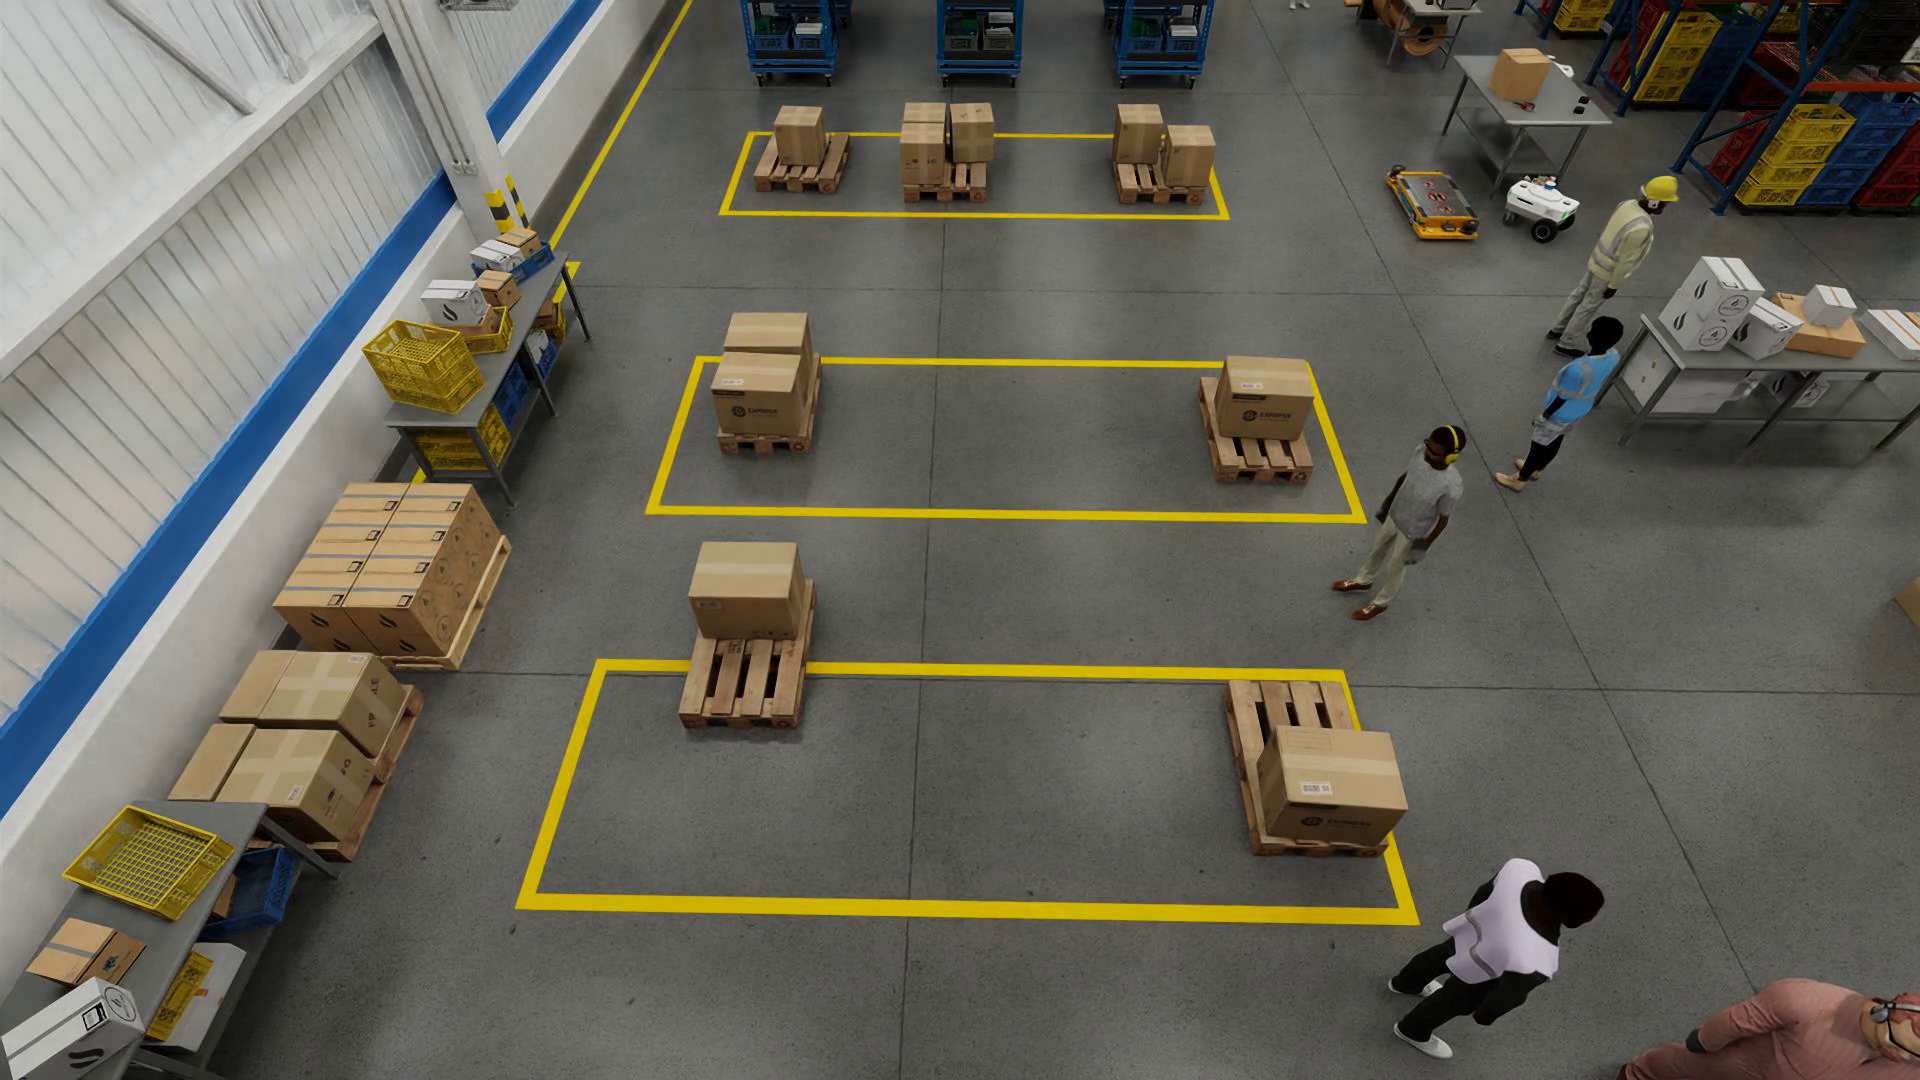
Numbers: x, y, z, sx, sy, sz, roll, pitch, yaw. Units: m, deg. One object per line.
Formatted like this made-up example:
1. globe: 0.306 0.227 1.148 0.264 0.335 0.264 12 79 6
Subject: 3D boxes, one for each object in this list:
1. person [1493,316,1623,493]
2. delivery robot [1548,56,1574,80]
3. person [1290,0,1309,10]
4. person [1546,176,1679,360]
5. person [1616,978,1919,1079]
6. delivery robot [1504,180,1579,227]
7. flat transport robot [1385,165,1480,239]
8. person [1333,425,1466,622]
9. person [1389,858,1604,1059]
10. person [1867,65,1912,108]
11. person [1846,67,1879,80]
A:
1. person: 4.942 -1.081 7.516 0.533 1.692 0.322 -23 53 -19
2. delivery robot: 8.257 -6.586 12.969 0.707 0.478 0.477 12 50 10
3. person: 5.697 -9.523 14.866 0.520 1.629 0.328 1 49 1
4. person: 6.203 -2.594 8.735 0.404 1.830 0.601 9 50 8
5. person: 3.826 2.481 4.294 0.652 1.906 0.402 20 52 17
6. delivery robot: 6.761 -3.927 10.668 0.477 0.478 0.707 -33 57 -25
7. flat transport robot: 5.692 -4.094 11.059 0.652 0.197 1.431 1 49 1
8. person: 3.181 -0.102 6.559 0.309 1.861 0.535 -11 50 -9
9. person: 2.626 2.103 4.611 0.392 1.922 0.589 11 50 9
10. person: 13.005 -6.893 12.424 0.374 1.902 0.784 -1 49 -1
11. person: 13.379 -7.404 12.882 0.578 1.851 0.770 -30 55 -23
